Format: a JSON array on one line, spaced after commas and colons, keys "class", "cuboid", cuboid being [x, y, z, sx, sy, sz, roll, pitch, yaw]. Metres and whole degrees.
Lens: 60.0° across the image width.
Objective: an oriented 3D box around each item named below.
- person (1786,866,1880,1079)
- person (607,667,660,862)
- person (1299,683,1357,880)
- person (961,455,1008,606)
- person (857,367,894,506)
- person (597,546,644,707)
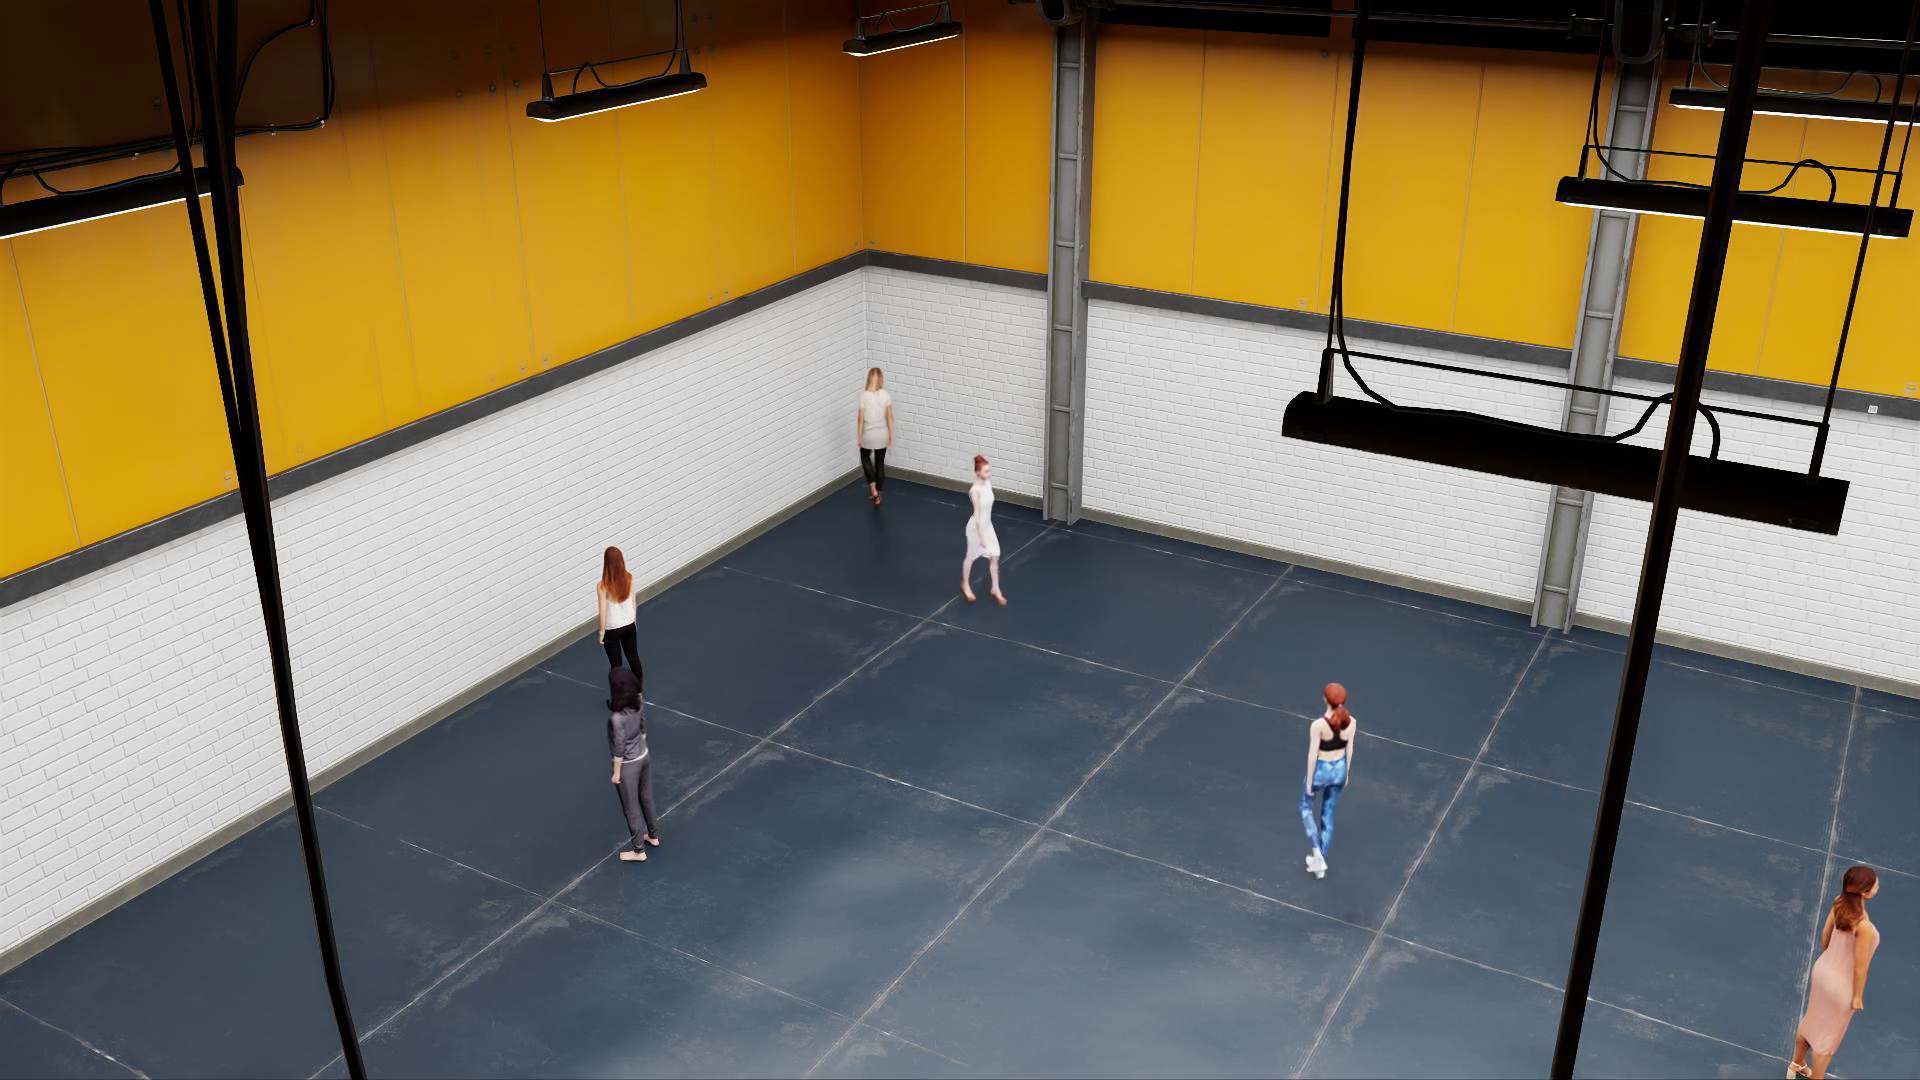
[{"class": "person", "cuboid": [5.911, 2.976, 11.226, 0.678, 1.832, 0.665, -1, 24, -2]}, {"class": "person", "cuboid": [-2.742, 1.856, 13.872, 0.545, 1.764, 0.619, 9, 25, 20]}, {"class": "person", "cuboid": [3.021, 2.006, 13.516, 0.755, 1.774, 0.807, -4, 24, -10]}, {"class": "person", "cuboid": [0.131, -0.108, 18.353, 0.778, 1.773, 0.591, 13, 27, 27]}, {"class": "person", "cuboid": [-1.057, -1.264, 20.947, 0.783, 1.815, 0.845, -5, 24, -12]}, {"class": "person", "cuboid": [-3.315, 0.853, 16.220, 0.631, 1.722, 0.594, -20, 31, -39]}]
